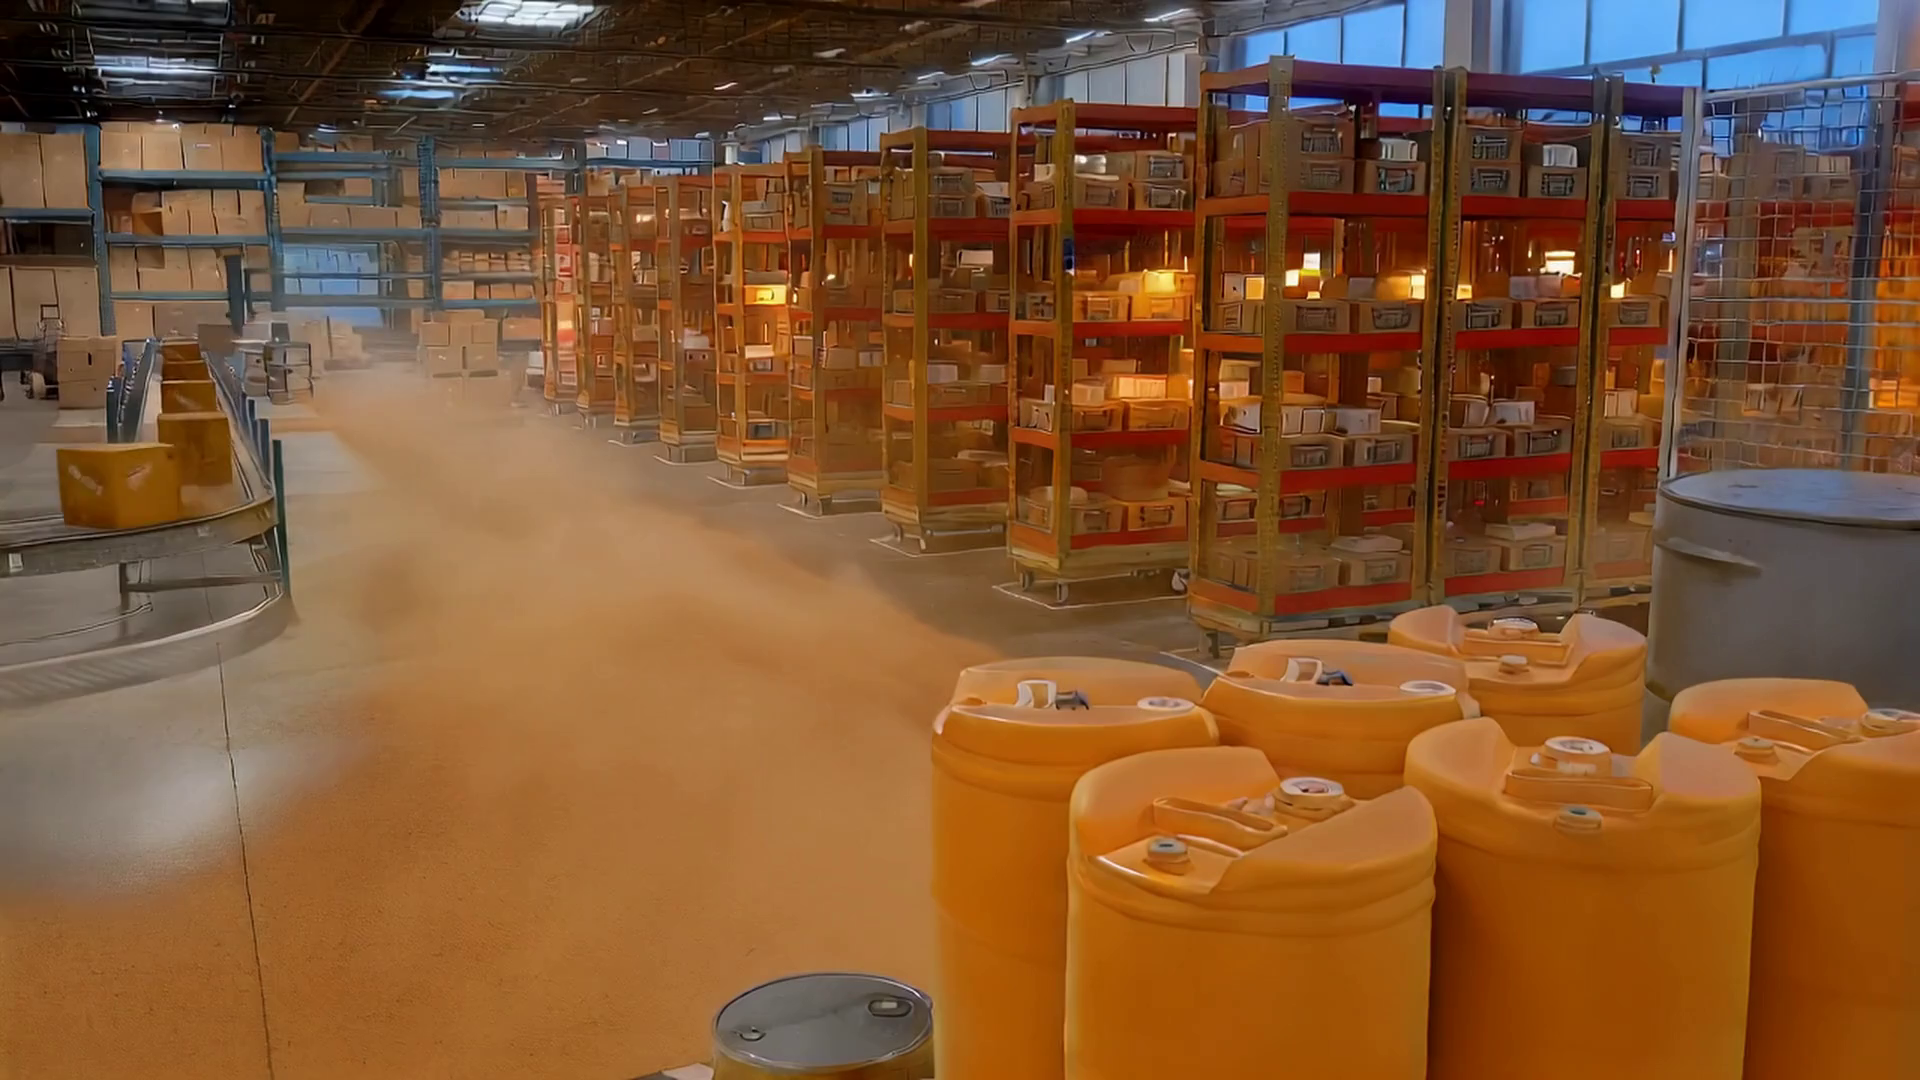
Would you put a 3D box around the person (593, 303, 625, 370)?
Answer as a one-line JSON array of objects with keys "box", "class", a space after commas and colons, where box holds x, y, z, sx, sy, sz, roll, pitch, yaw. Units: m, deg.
[{"box": [-8.388, -4.887, 39.318, 0.980, 1.937, 0.636, 4, 10, 21], "class": "person"}]

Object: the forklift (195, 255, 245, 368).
[{"box": [-17.802, -5.606, 40.867, 1.873, 2.768, 1.129, -4, 10, -25], "class": "forklift"}]

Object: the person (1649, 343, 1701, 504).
[{"box": [7.224, -1.215, 16.840, 0.566, 1.841, 0.390, -4, 10, -24], "class": "person"}]

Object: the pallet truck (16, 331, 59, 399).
[{"box": [-17.082, -3.353, 31.781, 1.630, 1.274, 0.653, -4, 10, -25], "class": "pallet truck"}]

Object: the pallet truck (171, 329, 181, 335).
[{"box": [-17.275, -3.851, 35.096, 1.601, 1.201, 0.680, 0, 9, 1], "class": "pallet truck"}]
